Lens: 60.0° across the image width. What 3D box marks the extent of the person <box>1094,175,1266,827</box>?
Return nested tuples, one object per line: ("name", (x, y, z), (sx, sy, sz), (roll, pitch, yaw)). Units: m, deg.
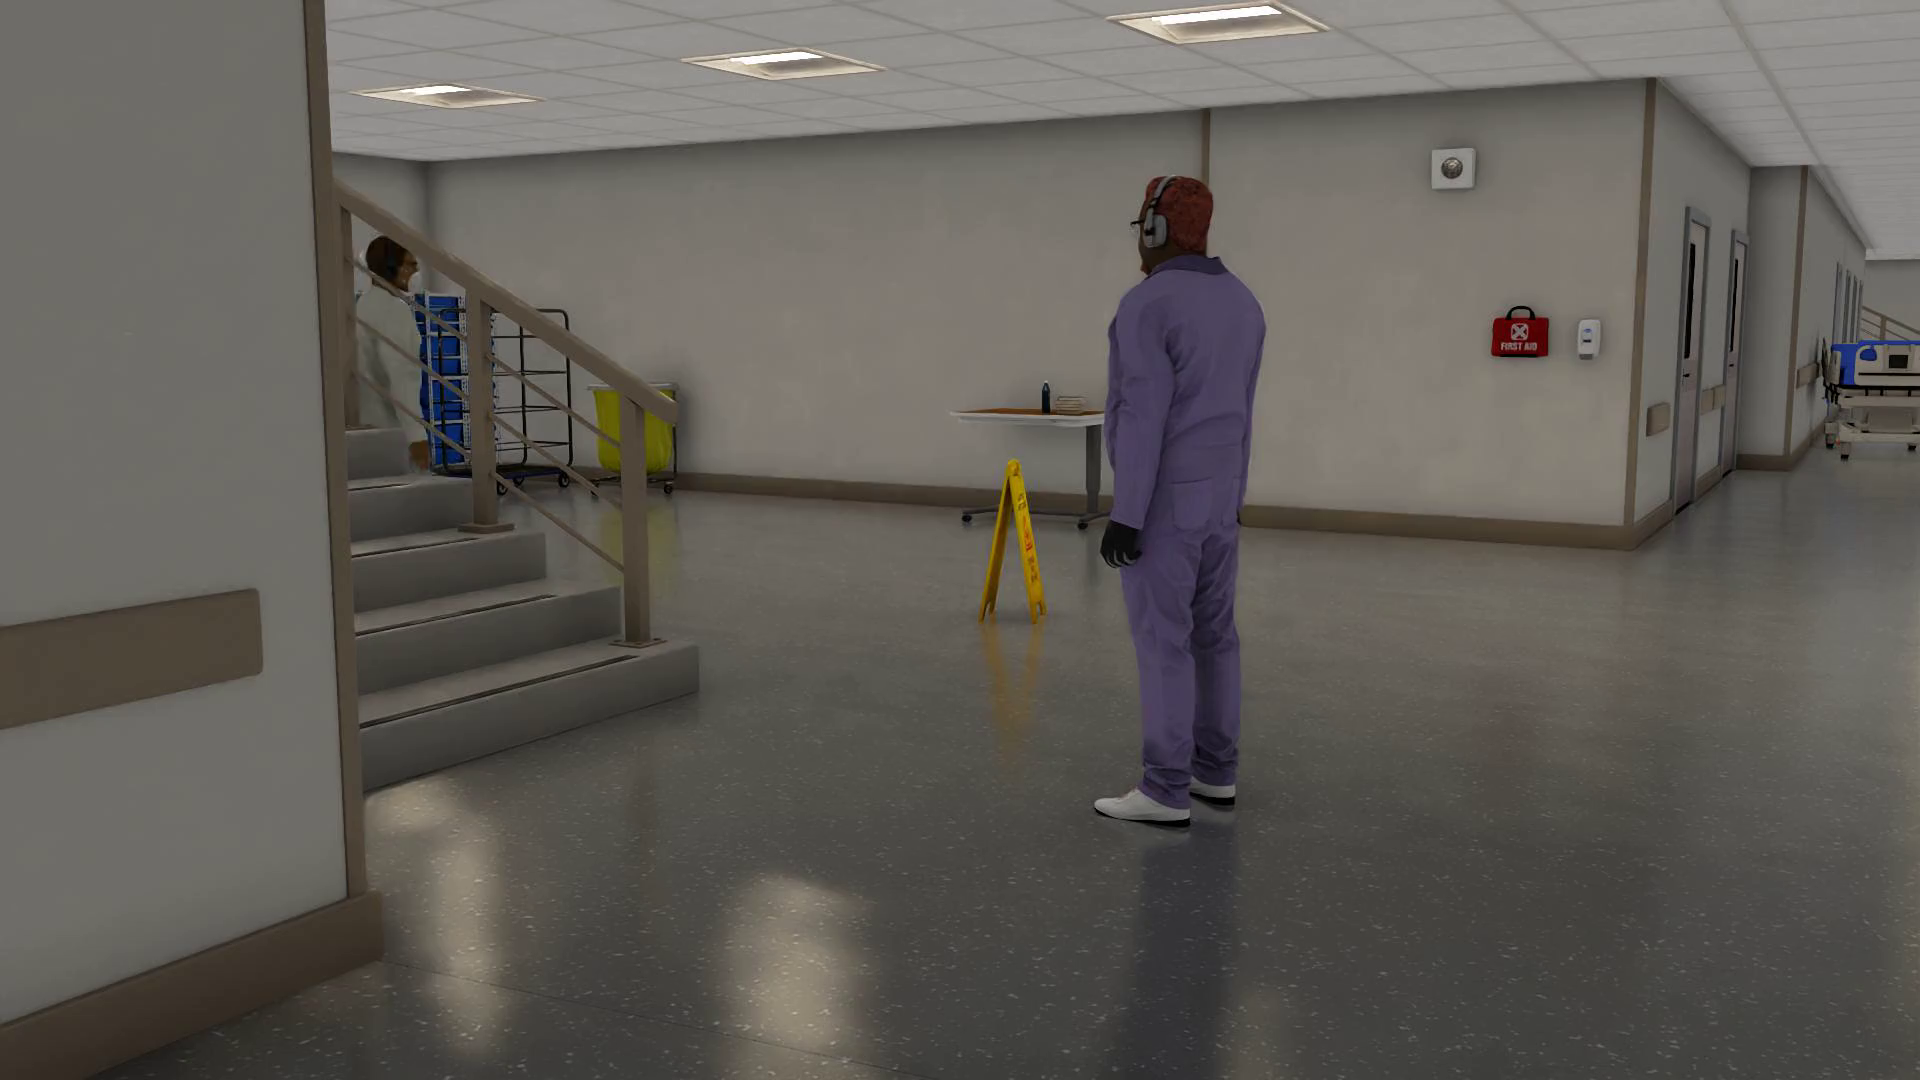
("person", (0.627, -0.115, 4.954), (0.403, 1.906, 0.651), (6, 10, 40))
